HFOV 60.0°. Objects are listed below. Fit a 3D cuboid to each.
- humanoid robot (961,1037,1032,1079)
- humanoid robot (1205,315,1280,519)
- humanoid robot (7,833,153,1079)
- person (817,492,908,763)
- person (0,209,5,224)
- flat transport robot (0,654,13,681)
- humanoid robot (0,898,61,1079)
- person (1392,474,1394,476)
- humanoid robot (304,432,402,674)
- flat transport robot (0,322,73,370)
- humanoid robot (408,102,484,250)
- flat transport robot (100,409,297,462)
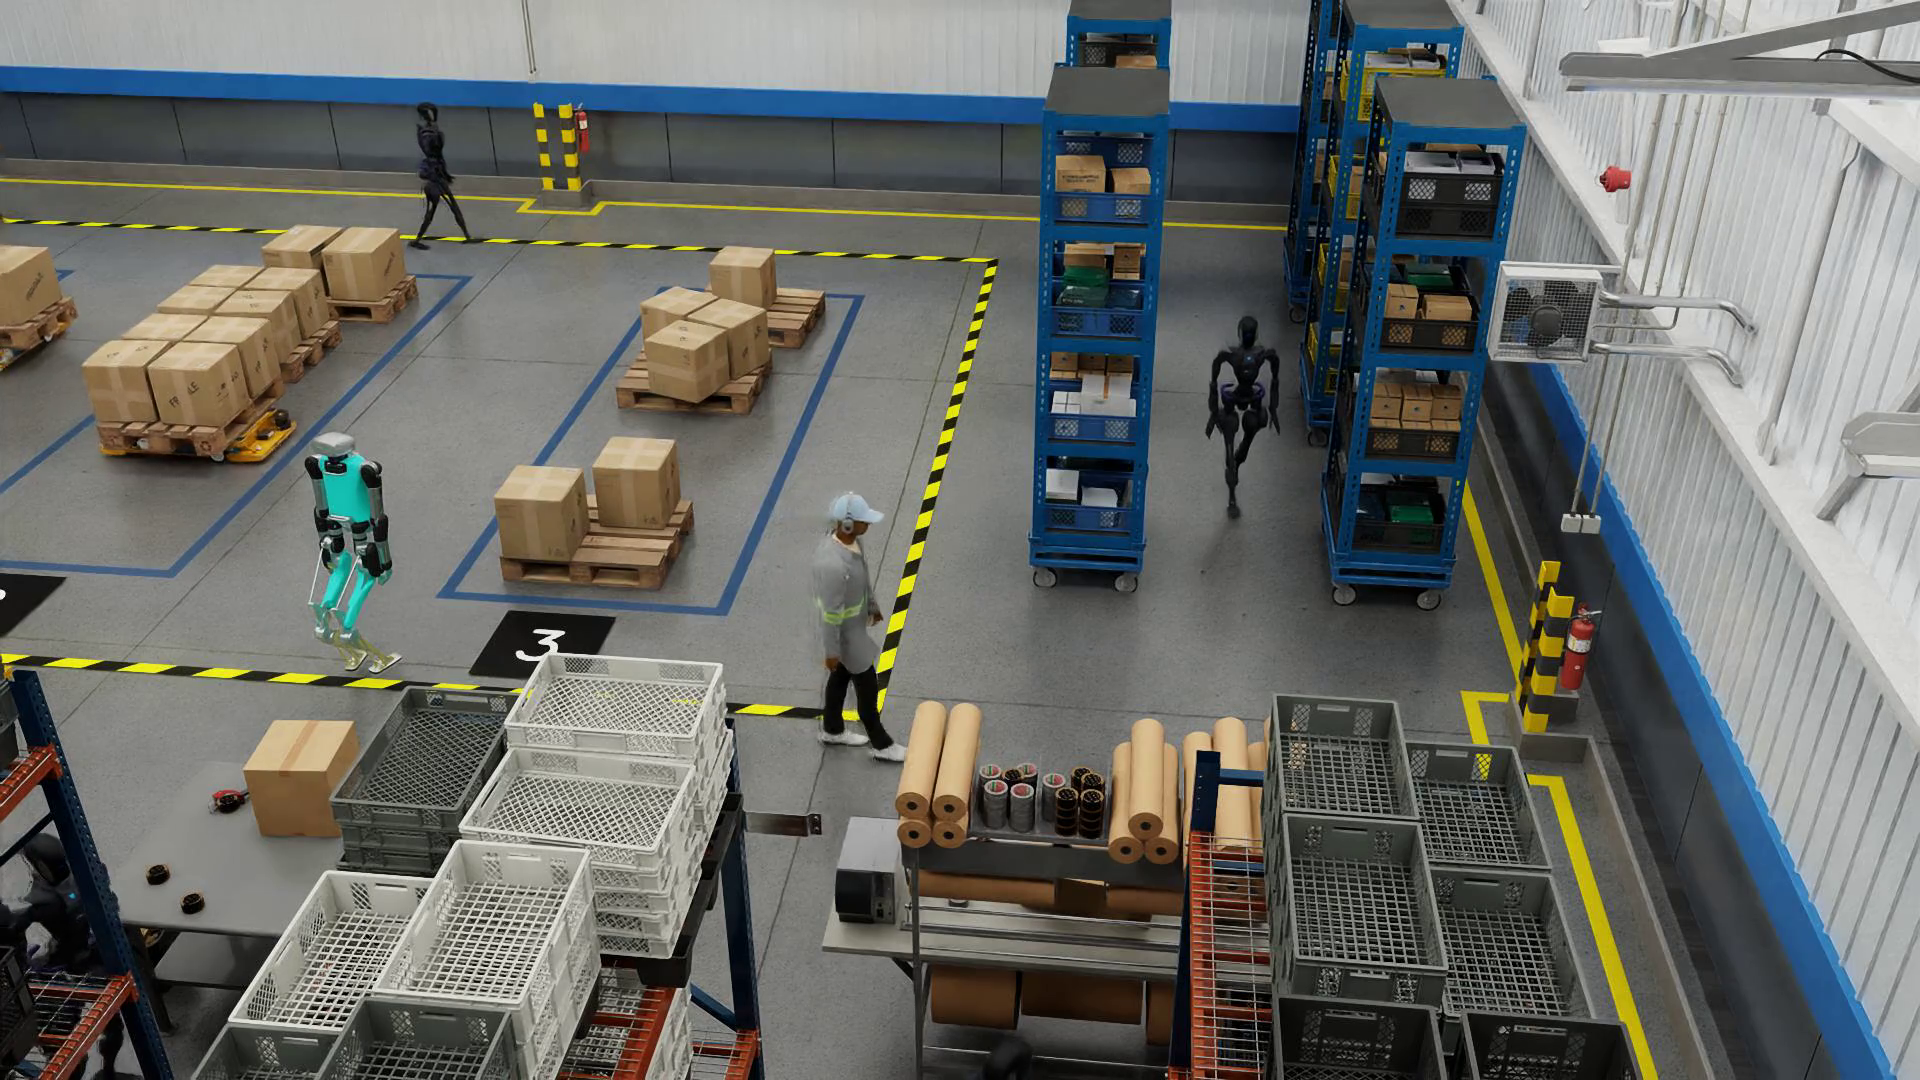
[{"bbox_3d":[0.211,2.645,6.729,0.609,1.653,0.312,18,35,28],"label":"humanoid robot"},{"bbox_3d":[2.235,-1.033,13.109,0.589,1.624,0.820,-1,30,-2],"label":"humanoid robot"},{"bbox_3d":[-4.154,2.017,7.821,0.398,1.642,0.600,12,32,19],"label":"humanoid robot"},{"bbox_3d":[-0.558,0.533,10.195,0.713,1.833,0.621,3,30,5],"label":"person"},{"bbox_3d":[-11.363,-4.565,18.950,0.922,1.839,0.605,19,35,29],"label":"person"},{"bbox_3d":[-7.142,0.969,11.010,1.431,0.231,0.659,3,30,6],"label":"flat transport robot"},{"bbox_3d":[-4.404,2.112,7.649,0.519,1.636,0.602,-7,31,-12],"label":"humanoid robot"},{"bbox_3d":[3.430,-1.119,12.949,0.386,1.930,0.628,-7,31,-11],"label":"person"},{"bbox_3d":[-4.040,0.164,10.804,0.533,1.672,0.735,9,31,15],"label":"humanoid robot"},{"bbox_3d":[-9.215,-1.893,15.897,0.652,0.197,1.431,3,30,6],"label":"flat transport robot"},{"bbox_3d":[-5.723,-3.964,18.133,0.801,1.625,0.591,-2,30,-4],"label":"humanoid robot"},{"bbox_3d":[-6.524,-0.933,14.248,1.431,0.197,0.652,3,30,6],"label":"flat transport robot"}]
